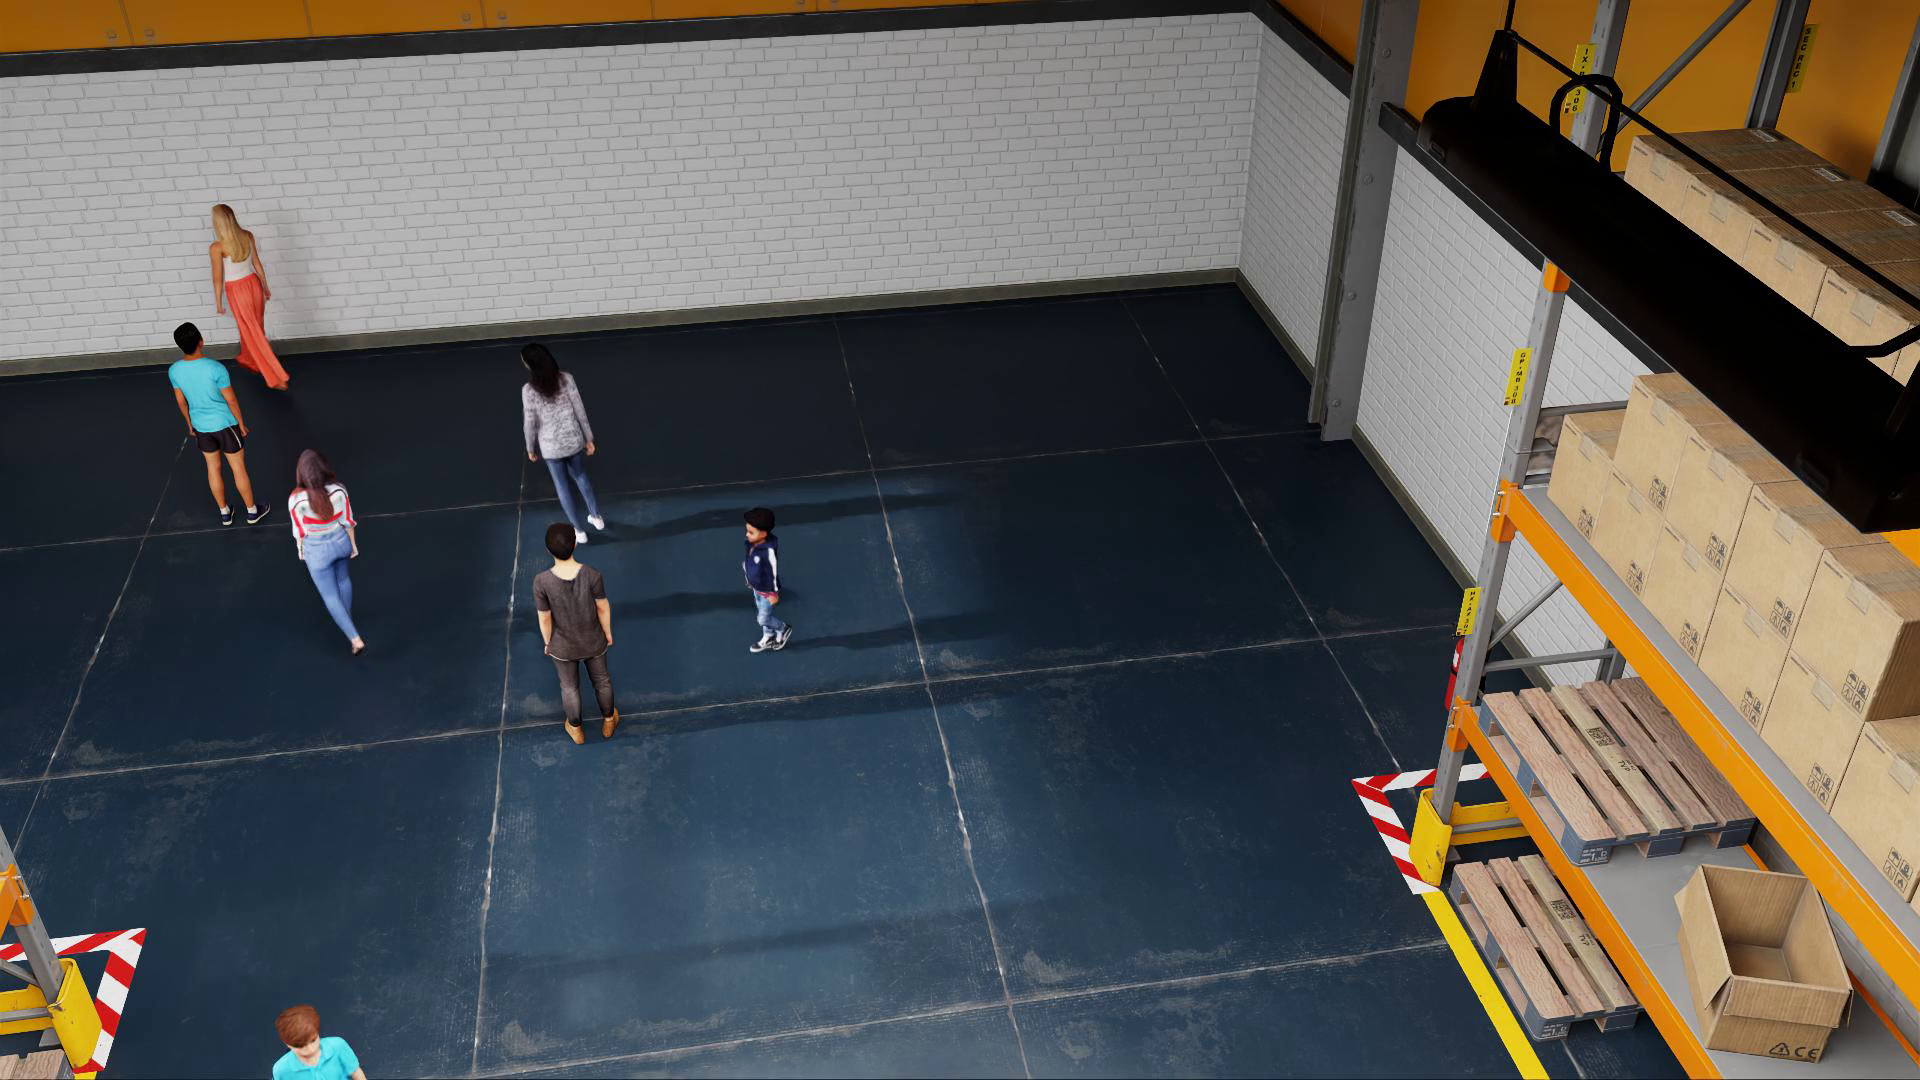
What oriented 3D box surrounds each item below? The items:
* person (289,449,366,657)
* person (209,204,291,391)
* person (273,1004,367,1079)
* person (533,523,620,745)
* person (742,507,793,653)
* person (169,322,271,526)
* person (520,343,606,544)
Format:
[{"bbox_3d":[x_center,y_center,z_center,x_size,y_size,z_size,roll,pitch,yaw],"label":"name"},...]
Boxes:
[{"bbox_3d":[-4.524,0.103,11.965,0.912,1.588,1.101,-25,41,-33],"label":"person"},{"bbox_3d":[-6.510,-2.191,15.249,1.132,1.774,1.109,19,38,26],"label":"person"},{"bbox_3d":[-3.103,2.746,8.143,0.776,1.418,0.948,-24,40,-31],"label":"person"},{"bbox_3d":[-2.549,0.623,11.065,0.632,1.719,0.570,-8,35,-12],"label":"person"},{"bbox_3d":[-1.370,0.287,12.026,0.678,1.215,0.588,-21,39,-29],"label":"person"},{"bbox_3d":[-5.976,-0.919,13.332,0.640,1.776,0.561,-1,34,-2],"label":"person"},{"bbox_3d":[-3.116,-0.740,13.133,0.761,1.700,0.785,-14,36,-19],"label":"person"}]
